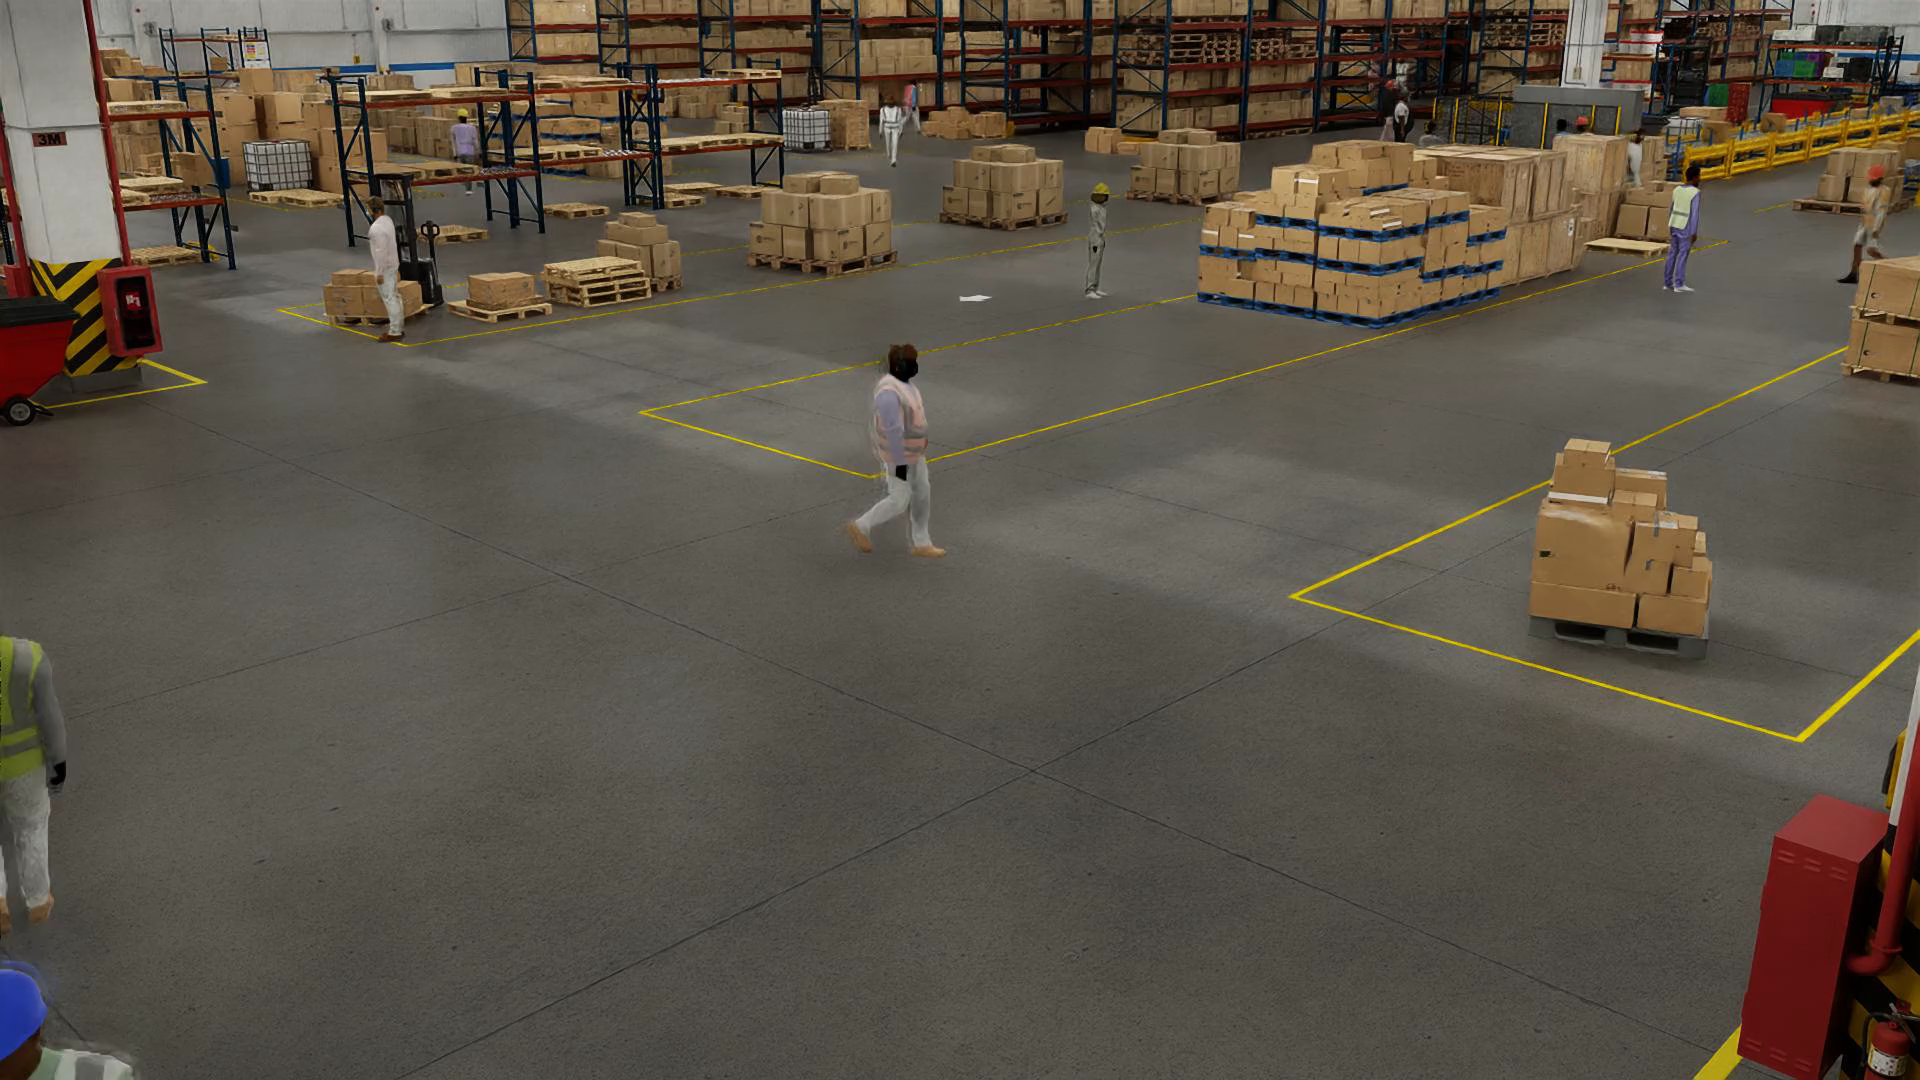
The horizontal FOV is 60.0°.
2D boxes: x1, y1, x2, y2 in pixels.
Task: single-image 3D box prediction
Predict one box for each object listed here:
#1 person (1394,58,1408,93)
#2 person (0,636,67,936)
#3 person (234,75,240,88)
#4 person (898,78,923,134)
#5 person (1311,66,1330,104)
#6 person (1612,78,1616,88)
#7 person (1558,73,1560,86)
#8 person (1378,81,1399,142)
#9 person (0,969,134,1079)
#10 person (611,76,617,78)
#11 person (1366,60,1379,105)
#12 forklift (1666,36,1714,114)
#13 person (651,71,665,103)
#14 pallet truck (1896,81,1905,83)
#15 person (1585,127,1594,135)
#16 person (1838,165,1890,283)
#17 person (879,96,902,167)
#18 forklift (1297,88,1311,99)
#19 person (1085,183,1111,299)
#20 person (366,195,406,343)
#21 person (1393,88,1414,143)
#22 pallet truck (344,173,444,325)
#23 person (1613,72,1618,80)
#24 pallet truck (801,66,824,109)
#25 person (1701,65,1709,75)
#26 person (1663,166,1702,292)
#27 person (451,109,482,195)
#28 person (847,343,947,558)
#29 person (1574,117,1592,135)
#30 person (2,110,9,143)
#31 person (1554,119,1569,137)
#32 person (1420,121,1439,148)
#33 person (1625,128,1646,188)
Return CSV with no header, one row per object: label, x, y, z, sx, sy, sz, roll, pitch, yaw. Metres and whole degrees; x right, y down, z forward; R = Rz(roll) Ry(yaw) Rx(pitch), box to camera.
person,17.664,-18.509,66.940,1.056,1.982,0.616,-16,24,-40
person,-4.707,1.097,8.125,0.642,1.823,0.537,-9,20,-25
person,-25.394,-15.509,58.480,0.450,1.620,0.521,-13,23,-35
person,-1.623,-14.066,53.887,0.897,1.791,0.659,-14,23,-36
person,14.644,-18.660,67.598,0.978,1.864,0.657,12,22,32
person,21.205,-14.206,54.335,0.687,1.744,0.533,-15,23,-37
person,22.323,-16.682,61.571,0.572,1.896,0.917,17,25,42
person,12.432,-12.405,48.595,0.983,1.946,0.659,-7,20,-20
person,-2.725,2.078,5.052,0.629,1.914,0.949,-2,18,-6
person,-11.931,-15.220,57.573,0.311,1.642,0.512,-15,23,-38
person,16.528,-18.401,66.766,0.432,1.892,0.658,0,18,-1
forklift,27.341,-17.291,61.877,1.129,2.768,1.873,17,25,41
person,-10.266,-14.967,56.395,0.587,1.911,0.398,7,20,21
pallet truck,34.802,-16.331,61.455,0.653,1.274,1.630,17,25,41
person,13.910,-8.400,37.109,0.502,1.587,0.824,-10,21,-27
person,14.465,-4.971,26.308,0.648,1.910,0.593,-2,19,-7
person,-1.834,-10.801,43.974,0.604,1.828,1.004,1,18,2
forklift,11.565,-16.322,58.958,1.129,2.768,1.873,17,25,41
person,2.106,-4.540,25.253,0.337,1.734,0.480,6,19,17
person,-7.633,-3.597,22.093,0.354,1.936,0.635,-2,18,-5
person,11.613,-10.787,43.593,0.537,2.000,0.675,3,19,8
pallet truck,-8.209,-4.181,23.757,0.823,1.965,1.885,3,19,9
person,22.678,-15.487,58.095,0.619,1.819,0.418,13,22,34
pallet truck,-4.812,-15.182,56.903,0.823,1.965,1.885,-9,21,-26
person,32.689,-20.361,73.045,0.319,1.656,0.737,12,22,32
person,11.226,-4.830,25.836,0.397,1.919,0.590,-5,19,-14
person,-11.261,-8.895,38.105,0.603,1.903,0.791,2,18,5
person,-0.513,-0.715,13.614,0.723,1.809,0.628,6,19,17
person,13.238,-8.077,35.613,0.580,1.918,0.448,-10,21,-29
person,-23.804,-10.226,42.063,0.630,1.940,0.372,-14,23,-37
person,13.711,-8.794,38.128,0.361,1.686,0.551,17,25,41
person,10.115,-8.108,35.882,0.539,1.823,0.964,-6,19,-19
person,13.713,-7.412,33.736,0.504,1.840,0.796,-11,21,-29
